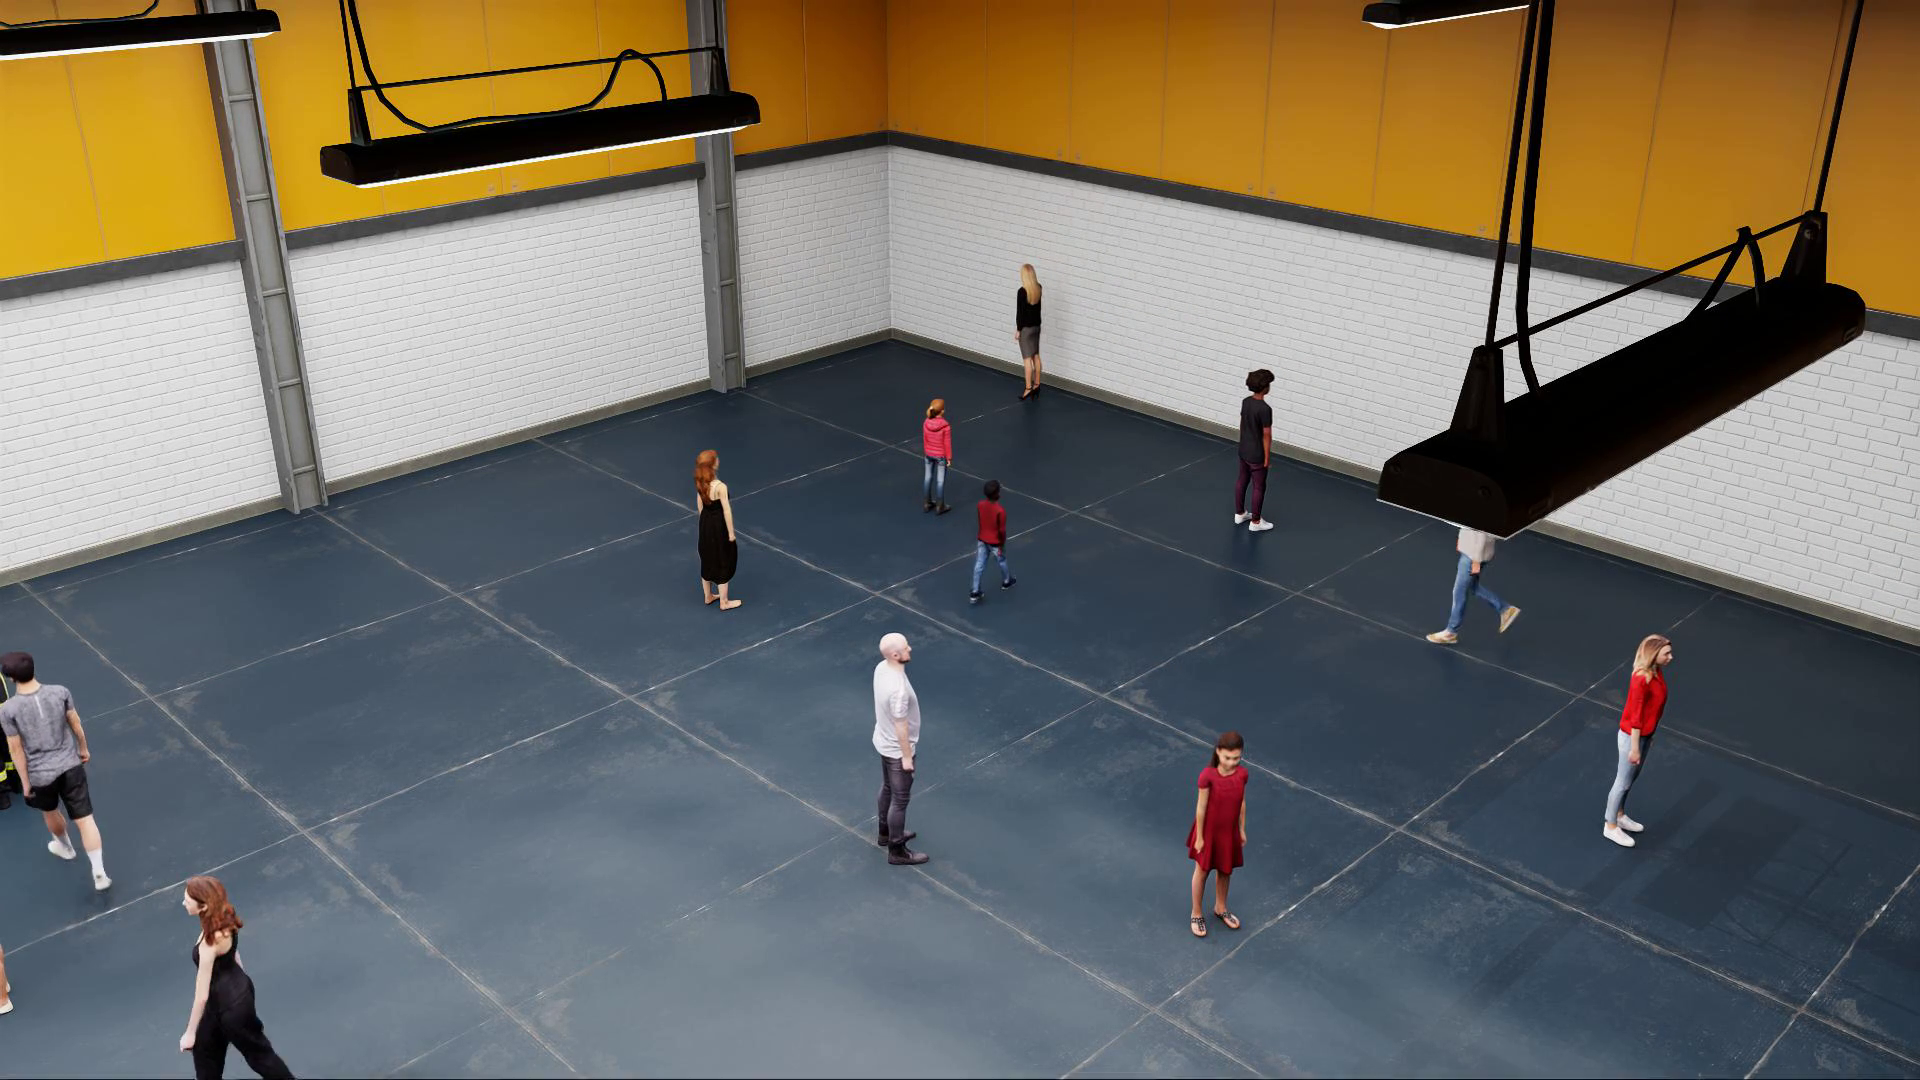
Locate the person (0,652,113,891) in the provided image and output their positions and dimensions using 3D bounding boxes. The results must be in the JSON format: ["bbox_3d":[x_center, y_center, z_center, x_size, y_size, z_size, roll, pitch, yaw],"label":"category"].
[{"bbox_3d":[-6.406,1.677,11.820,1.176,1.834,0.793,-18,29,-35],"label":"person"}]

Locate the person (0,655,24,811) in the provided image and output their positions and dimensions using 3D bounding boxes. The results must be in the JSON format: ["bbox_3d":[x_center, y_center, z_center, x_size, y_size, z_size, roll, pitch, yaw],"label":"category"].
[{"bbox_3d":[-7.611,1.172,12.861,0.954,1.926,0.859,3,24,6],"label":"person"}]

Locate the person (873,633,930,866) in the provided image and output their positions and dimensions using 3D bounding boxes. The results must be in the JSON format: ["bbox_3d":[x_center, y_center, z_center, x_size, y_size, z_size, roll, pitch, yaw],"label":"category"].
[{"bbox_3d":[-0.477,1.506,12.213,0.755,1.832,0.749,-6,24,-14],"label":"person"}]

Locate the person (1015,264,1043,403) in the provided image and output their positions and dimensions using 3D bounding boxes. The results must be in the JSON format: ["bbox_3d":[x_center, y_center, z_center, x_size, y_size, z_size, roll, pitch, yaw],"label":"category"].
[{"bbox_3d":[0.924,-2.739,21.914,0.671,1.841,0.496,19,30,37],"label":"person"}]

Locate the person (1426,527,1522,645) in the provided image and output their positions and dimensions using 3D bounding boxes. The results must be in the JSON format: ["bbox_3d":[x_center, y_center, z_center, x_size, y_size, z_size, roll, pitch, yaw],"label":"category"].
[{"bbox_3d":[4.828,0.119,15.324,1.125,1.882,1.120,3,24,7],"label":"person"}]

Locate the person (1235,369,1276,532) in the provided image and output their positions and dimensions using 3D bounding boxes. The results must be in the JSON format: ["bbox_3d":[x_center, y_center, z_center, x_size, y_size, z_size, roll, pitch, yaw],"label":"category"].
[{"bbox_3d":[3.189,-0.995,17.996,0.650,1.784,0.683,-12,26,-26],"label":"person"}]

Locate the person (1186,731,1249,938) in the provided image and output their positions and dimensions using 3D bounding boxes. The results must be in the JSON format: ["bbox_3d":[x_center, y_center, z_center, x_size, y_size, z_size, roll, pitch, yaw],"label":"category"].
[{"bbox_3d":[1.785,1.985,11.466,0.654,1.554,0.714,-8,25,-17],"label":"person"}]

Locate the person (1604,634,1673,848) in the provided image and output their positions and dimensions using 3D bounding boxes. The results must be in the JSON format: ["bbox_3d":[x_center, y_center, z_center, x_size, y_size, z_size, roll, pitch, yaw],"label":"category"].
[{"bbox_3d":[5.070,1.470,12.454,0.706,1.705,0.496,16,28,32],"label":"person"}]

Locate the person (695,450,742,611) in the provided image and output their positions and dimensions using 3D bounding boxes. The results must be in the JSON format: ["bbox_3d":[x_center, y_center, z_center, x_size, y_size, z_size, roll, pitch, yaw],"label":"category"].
[{"bbox_3d":[-2.389,-0.109,16.167,0.591,1.626,0.591,18,30,36],"label":"person"}]

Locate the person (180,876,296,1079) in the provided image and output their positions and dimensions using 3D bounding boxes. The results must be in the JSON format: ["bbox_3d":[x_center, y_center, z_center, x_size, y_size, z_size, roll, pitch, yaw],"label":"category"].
[{"bbox_3d":[-4.126,2.689,9.658,1.081,1.711,0.855,-8,25,-19],"label":"person"}]

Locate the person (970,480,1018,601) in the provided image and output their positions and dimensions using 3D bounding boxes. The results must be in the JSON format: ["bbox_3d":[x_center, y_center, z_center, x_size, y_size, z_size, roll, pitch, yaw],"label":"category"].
[{"bbox_3d":[0.269,0.023,16.365,0.632,1.225,0.911,14,27,29],"label":"person"}]

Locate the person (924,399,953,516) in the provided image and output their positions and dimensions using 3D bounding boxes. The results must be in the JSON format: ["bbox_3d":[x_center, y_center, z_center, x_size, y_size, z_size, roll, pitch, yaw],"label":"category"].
[{"bbox_3d":[-0.270,-0.931,18.435,0.551,1.314,0.553,12,27,26],"label":"person"}]
